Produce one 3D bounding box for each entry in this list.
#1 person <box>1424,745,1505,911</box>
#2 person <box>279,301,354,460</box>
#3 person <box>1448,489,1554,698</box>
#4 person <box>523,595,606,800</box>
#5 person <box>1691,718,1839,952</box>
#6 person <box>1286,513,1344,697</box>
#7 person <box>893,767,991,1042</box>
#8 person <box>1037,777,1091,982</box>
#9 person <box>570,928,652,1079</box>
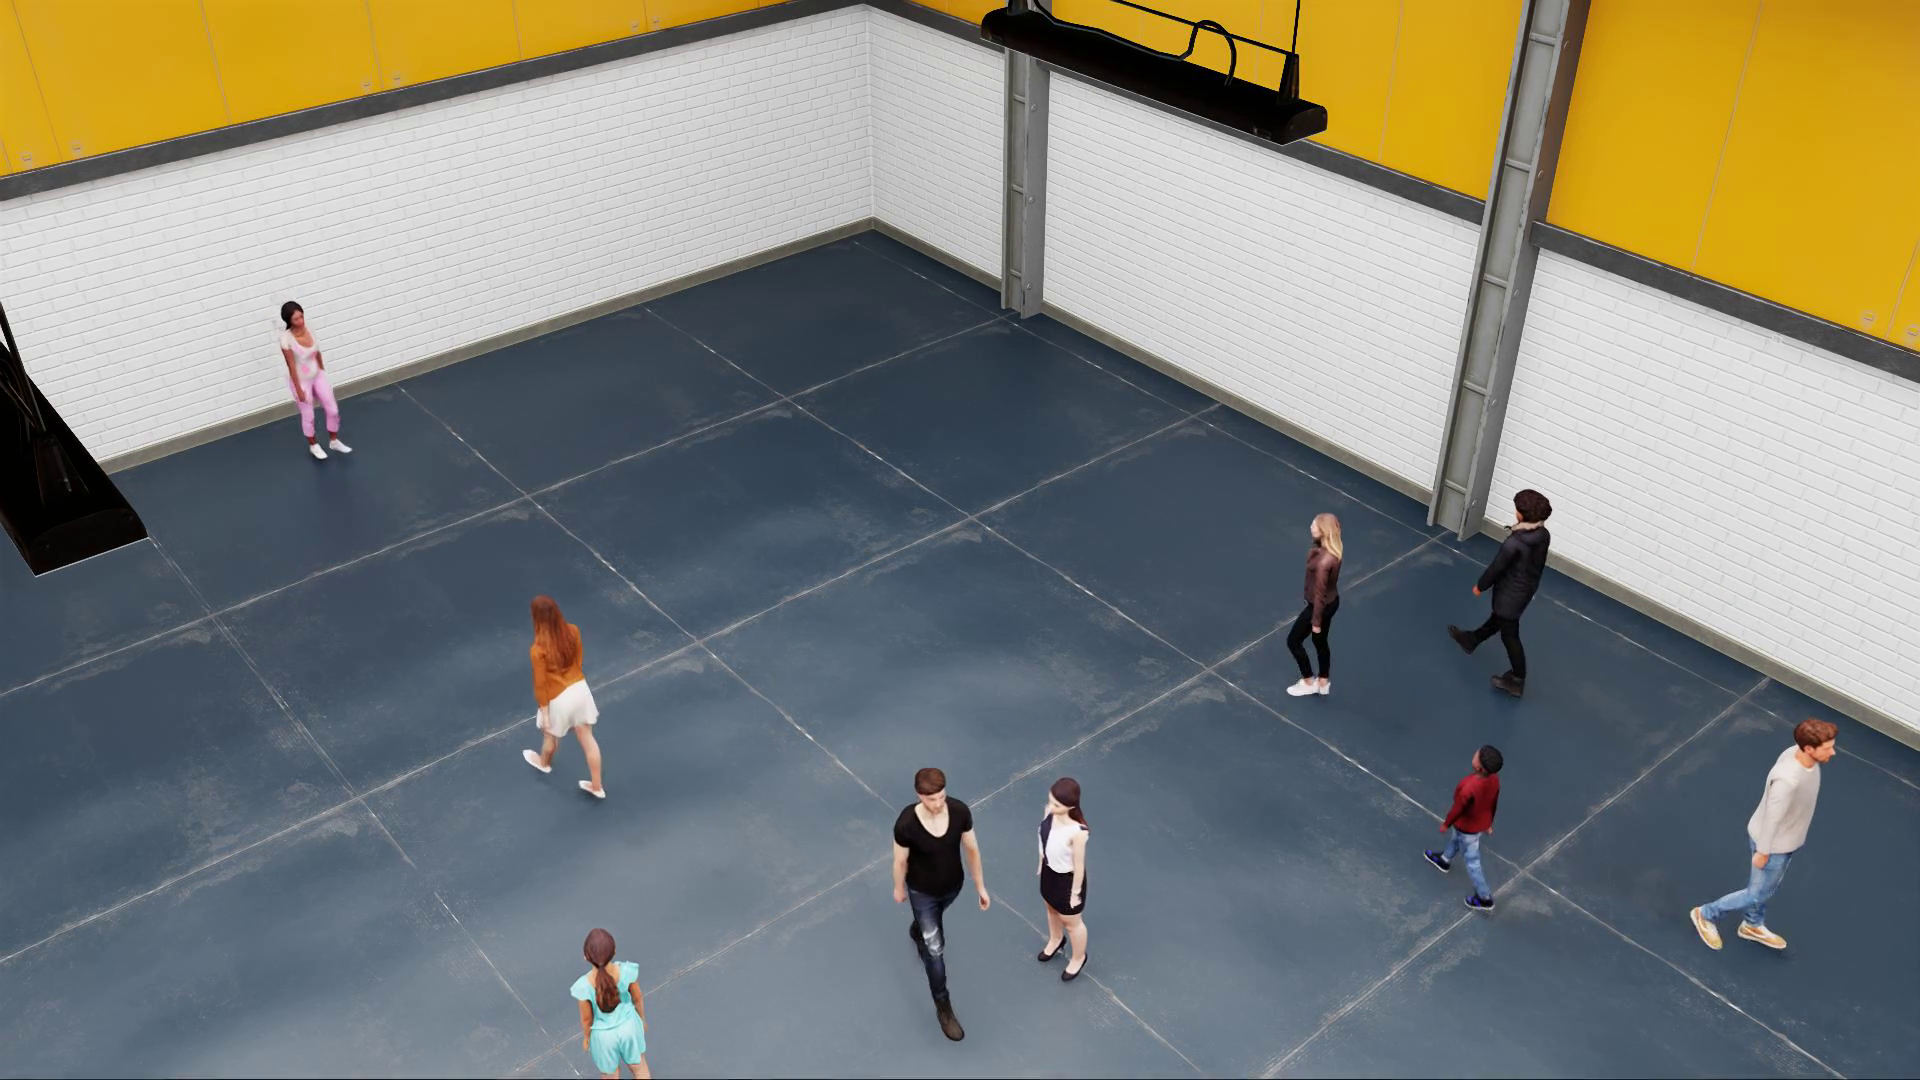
[{"bbox_3d":[3.486,1.937,11.170,0.491,1.235,0.866,-24,40,-32],"label":"person"},{"bbox_3d":[-6.288,-1.525,15.947,0.755,1.714,0.696,15,37,21],"label":"person"},{"bbox_3d":[4.368,0.459,12.949,0.632,1.728,1.063,-24,40,-31],"label":"person"},{"bbox_3d":[-2.769,1.173,11.909,1.032,1.690,0.749,25,41,33],"label":"person"},{"bbox_3d":[5.190,1.874,10.666,0.863,1.899,0.755,25,41,32],"label":"person"},{"bbox_3d":[2.865,0.543,12.859,0.706,1.687,0.702,17,37,23],"label":"person"},{"bbox_3d":[-0.184,2.087,10.390,0.900,1.849,1.303,-14,36,-20],"label":"person"},{"bbox_3d":[0.654,2.131,10.508,0.622,1.647,0.493,-21,39,-28],"label":"person"},{"bbox_3d":[-1.988,2.810,9.567,0.601,1.557,0.608,-15,36,-21],"label":"person"}]
